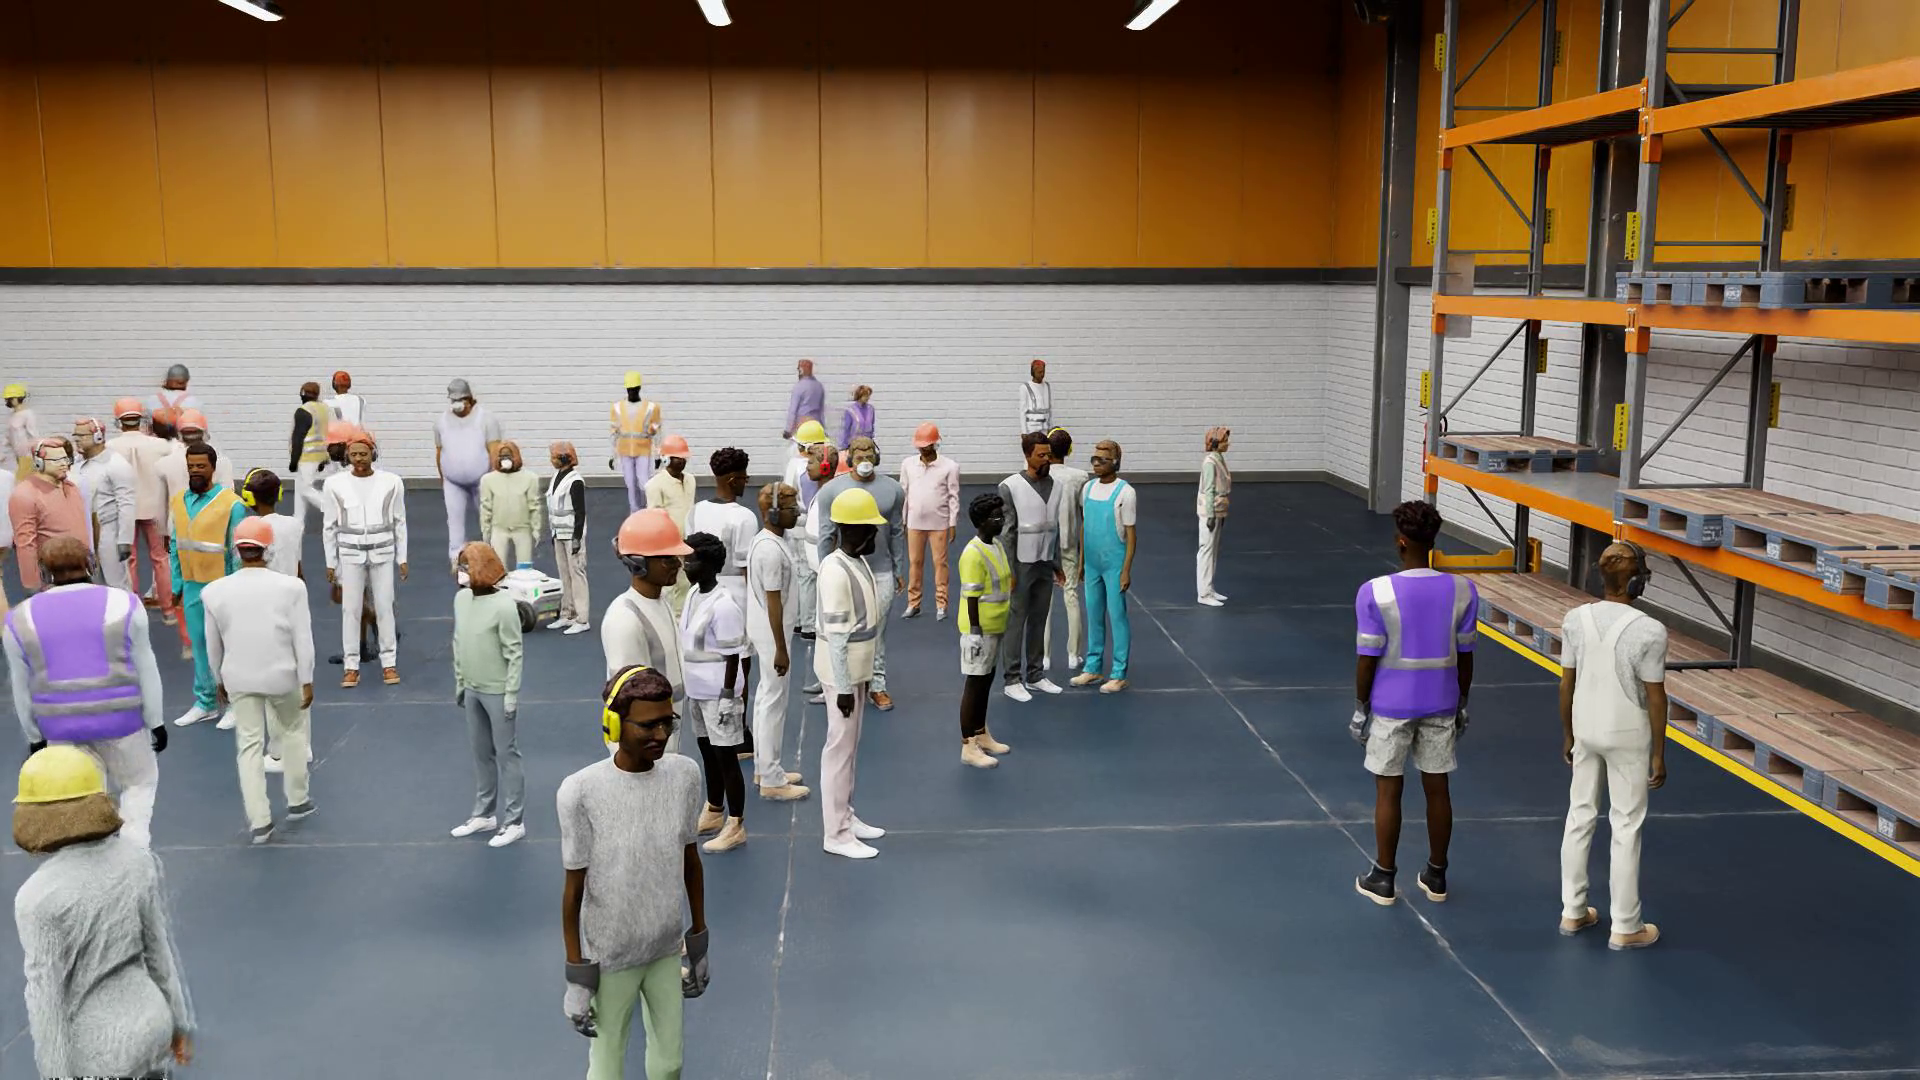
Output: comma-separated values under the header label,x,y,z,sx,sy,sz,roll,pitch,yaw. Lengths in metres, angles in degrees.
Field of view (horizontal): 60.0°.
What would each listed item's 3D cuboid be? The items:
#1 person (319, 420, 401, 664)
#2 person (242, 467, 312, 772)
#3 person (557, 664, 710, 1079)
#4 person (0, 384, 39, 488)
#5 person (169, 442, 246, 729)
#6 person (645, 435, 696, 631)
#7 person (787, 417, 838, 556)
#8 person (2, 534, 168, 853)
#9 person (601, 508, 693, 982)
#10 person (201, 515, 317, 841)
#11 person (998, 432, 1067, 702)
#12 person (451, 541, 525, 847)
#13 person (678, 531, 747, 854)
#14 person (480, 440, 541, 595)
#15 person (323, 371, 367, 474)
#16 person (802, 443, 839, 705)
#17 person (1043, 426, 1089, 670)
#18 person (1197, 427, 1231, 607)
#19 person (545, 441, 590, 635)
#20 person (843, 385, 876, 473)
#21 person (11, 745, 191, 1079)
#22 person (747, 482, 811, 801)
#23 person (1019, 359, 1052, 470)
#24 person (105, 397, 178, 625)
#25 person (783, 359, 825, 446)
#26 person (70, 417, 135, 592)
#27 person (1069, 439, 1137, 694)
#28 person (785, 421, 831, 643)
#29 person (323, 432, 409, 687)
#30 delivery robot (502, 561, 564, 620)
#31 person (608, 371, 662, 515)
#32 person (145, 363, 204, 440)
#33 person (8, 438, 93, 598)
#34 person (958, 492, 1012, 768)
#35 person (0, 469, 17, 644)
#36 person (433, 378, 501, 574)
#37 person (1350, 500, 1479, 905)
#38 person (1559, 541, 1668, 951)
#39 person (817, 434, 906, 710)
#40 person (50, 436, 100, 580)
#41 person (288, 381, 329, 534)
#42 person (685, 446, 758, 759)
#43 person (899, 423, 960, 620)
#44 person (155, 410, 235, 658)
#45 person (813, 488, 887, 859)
label,x,y,z,sx,sy,sz,roll,pitch,yaw
person,-4.681,0.027,12.861,0.454,1.920,0.554,-3,9,-17
person,-4.203,0.491,10.147,0.328,1.860,0.514,3,9,16
person,-0.987,1.293,5.122,0.509,1.860,0.333,-8,12,-40
person,-11.193,-0.976,19.737,0.528,1.734,0.846,7,11,36
person,-5.026,0.300,11.149,0.593,1.922,0.392,3,9,17
person,-2.282,0.021,13.423,0.332,1.750,0.573,5,10,28
person,-1.520,-0.470,17.043,0.686,1.591,0.464,-1,9,-9
person,-4.091,0.879,7.829,0.645,1.821,0.437,-3,9,-17
person,-1.318,0.876,7.145,0.386,2.045,0.605,0,9,3
person,-3.776,0.722,9.060,0.581,1.725,0.705,-1,9,-8
person,0.511,0.176,11.933,0.587,1.920,0.390,-8,12,-43
person,-2.514,0.810,8.846,0.501,1.633,0.282,7,11,37
person,-1.312,0.793,8.756,0.317,1.695,0.540,-5,11,-31
person,-3.845,-0.044,14.250,0.505,1.626,0.316,-2,9,-11
person,-7.394,-1.093,20.018,0.355,1.883,0.575,6,11,34
person,-0.918,0.236,11.777,0.389,1.847,0.563,-2,9,-10
person,0.743,0.064,12.779,0.534,1.874,0.310,-1,9,-4
person,2.334,-0.223,15.308,0.315,1.641,0.515,3,10,18
person,-3.319,-0.026,14.081,0.307,1.639,0.518,-7,11,-38
person,-1.273,-1.184,21.442,0.534,1.610,0.606,9,13,44
person,-2.374,1.431,4.704,0.616,1.707,0.511,2,9,13
person,-1.063,0.580,9.630,0.329,1.844,0.517,-2,9,-12
person,1.056,-1.538,22.839,0.585,1.879,0.370,-9,12,-43
person,-7.060,-0.233,14.290,0.613,1.991,0.405,-5,10,-28
person,-2.136,-1.553,22.899,0.788,1.881,0.657,5,10,27
person,-6.864,-0.027,13.246,0.641,1.910,0.401,4,10,25
person,1.051,0.189,12.085,0.342,1.846,0.509,-8,12,-42
person,-1.238,-0.072,13.765,0.404,1.830,0.599,-3,10,-20
person,-4.371,0.144,12.257,0.585,1.879,0.337,-3,10,-20
delivery robot,-3.733,0.426,14.339,0.707,0.478,0.477,8,12,40
person,-3.812,-1.021,19.464,0.598,1.908,0.421,1,9,3
person,-9.211,-1.099,19.562,0.678,2.000,0.977,-1,9,-4
person,-6.260,0.241,11.567,0.404,1.906,0.652,1,9,5
person,0.158,0.546,10.305,0.316,1.695,0.541,3,9,17
person,-8.059,-0.002,13.599,0.634,1.732,0.596,1,9,9
person,-5.068,-0.721,17.185,0.682,2.000,0.952,-1,9,-8
person,2.169,0.780,7.991,0.605,1.966,0.367,-1,9,-7
person,2.944,0.919,7.501,0.346,1.846,0.506,-8,12,-39
person,-0.674,0.232,11.520,0.635,1.937,0.352,-3,10,-20
person,-6.669,0.136,12.463,0.339,1.833,0.524,3,10,20
person,-7.602,-0.951,19.392,0.707,1.795,0.637,-1,9,-7
person,-1.453,0.388,10.454,0.616,1.964,0.361,8,12,40
person,-0.286,-0.163,14.610,0.559,1.742,0.334,2,9,14
person,-6.146,-0.074,13.455,0.627,1.938,1.004,-2,9,-11
person,-0.568,0.683,8.721,0.381,1.928,0.587,1,9,7
